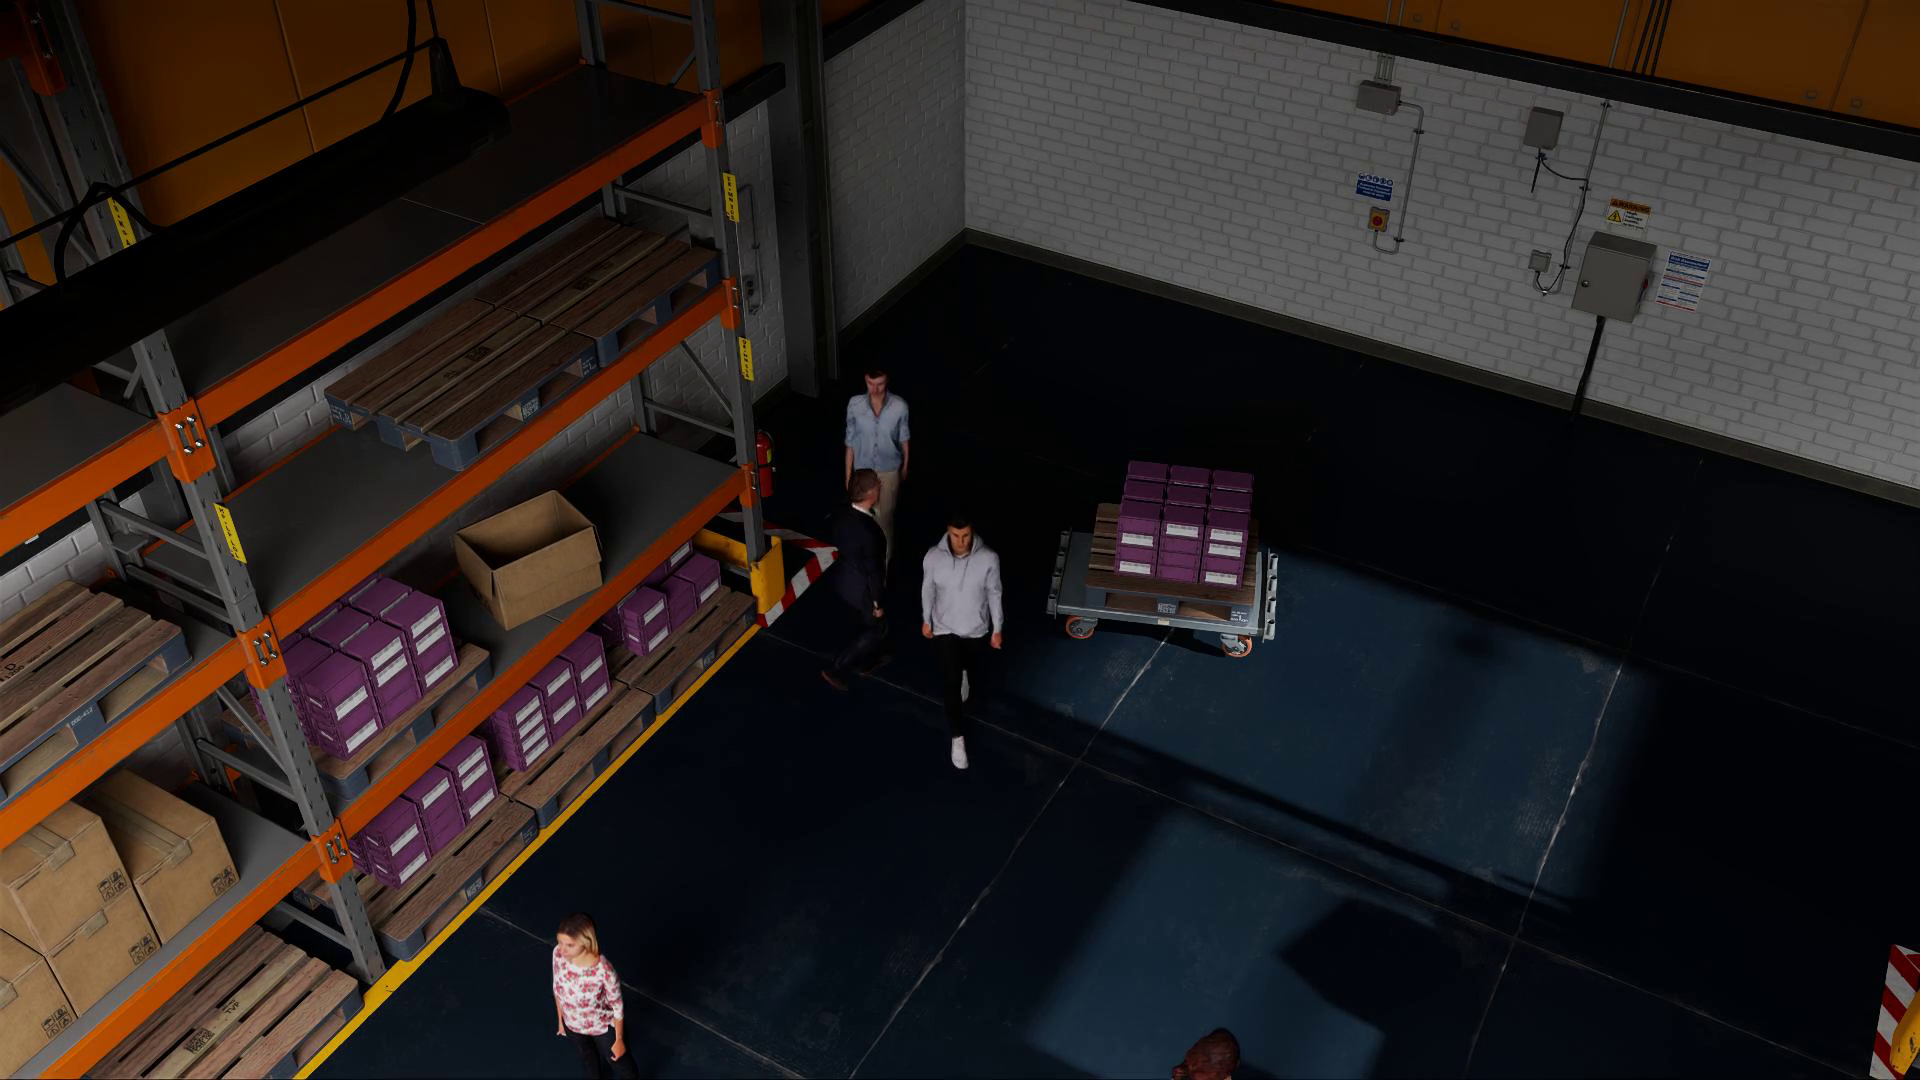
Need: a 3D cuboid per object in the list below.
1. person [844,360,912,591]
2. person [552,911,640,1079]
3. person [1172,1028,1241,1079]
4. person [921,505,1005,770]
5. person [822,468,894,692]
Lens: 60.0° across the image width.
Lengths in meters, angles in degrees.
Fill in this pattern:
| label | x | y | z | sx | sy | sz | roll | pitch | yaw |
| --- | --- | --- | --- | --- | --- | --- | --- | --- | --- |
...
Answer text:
| label | x | y | z | sx | sy | sz | roll | pitch | yaw |
| --- | --- | --- | --- | --- | --- | --- | --- | --- | --- |
| person | -0.621 | -0.596 | 12.552 | 1.009 | 1.815 | 1.293 | 3 | 39 | 3 |
| person | -1.933 | 2.525 | 8.789 | 0.585 | 1.634 | 0.548 | 15 | 41 | 18 |
| person | 1.171 | 3.004 | 8.064 | 0.627 | 1.792 | 0.733 | 15 | 41 | 18 |
| person | 0.006 | 0.492 | 11.134 | 1.153 | 1.884 | 1.311 | -3 | 39 | -4 |
| person | -0.742 | 0.311 | 11.430 | 1.015 | 1.798 | 0.908 | -24 | 45 | -27 |
